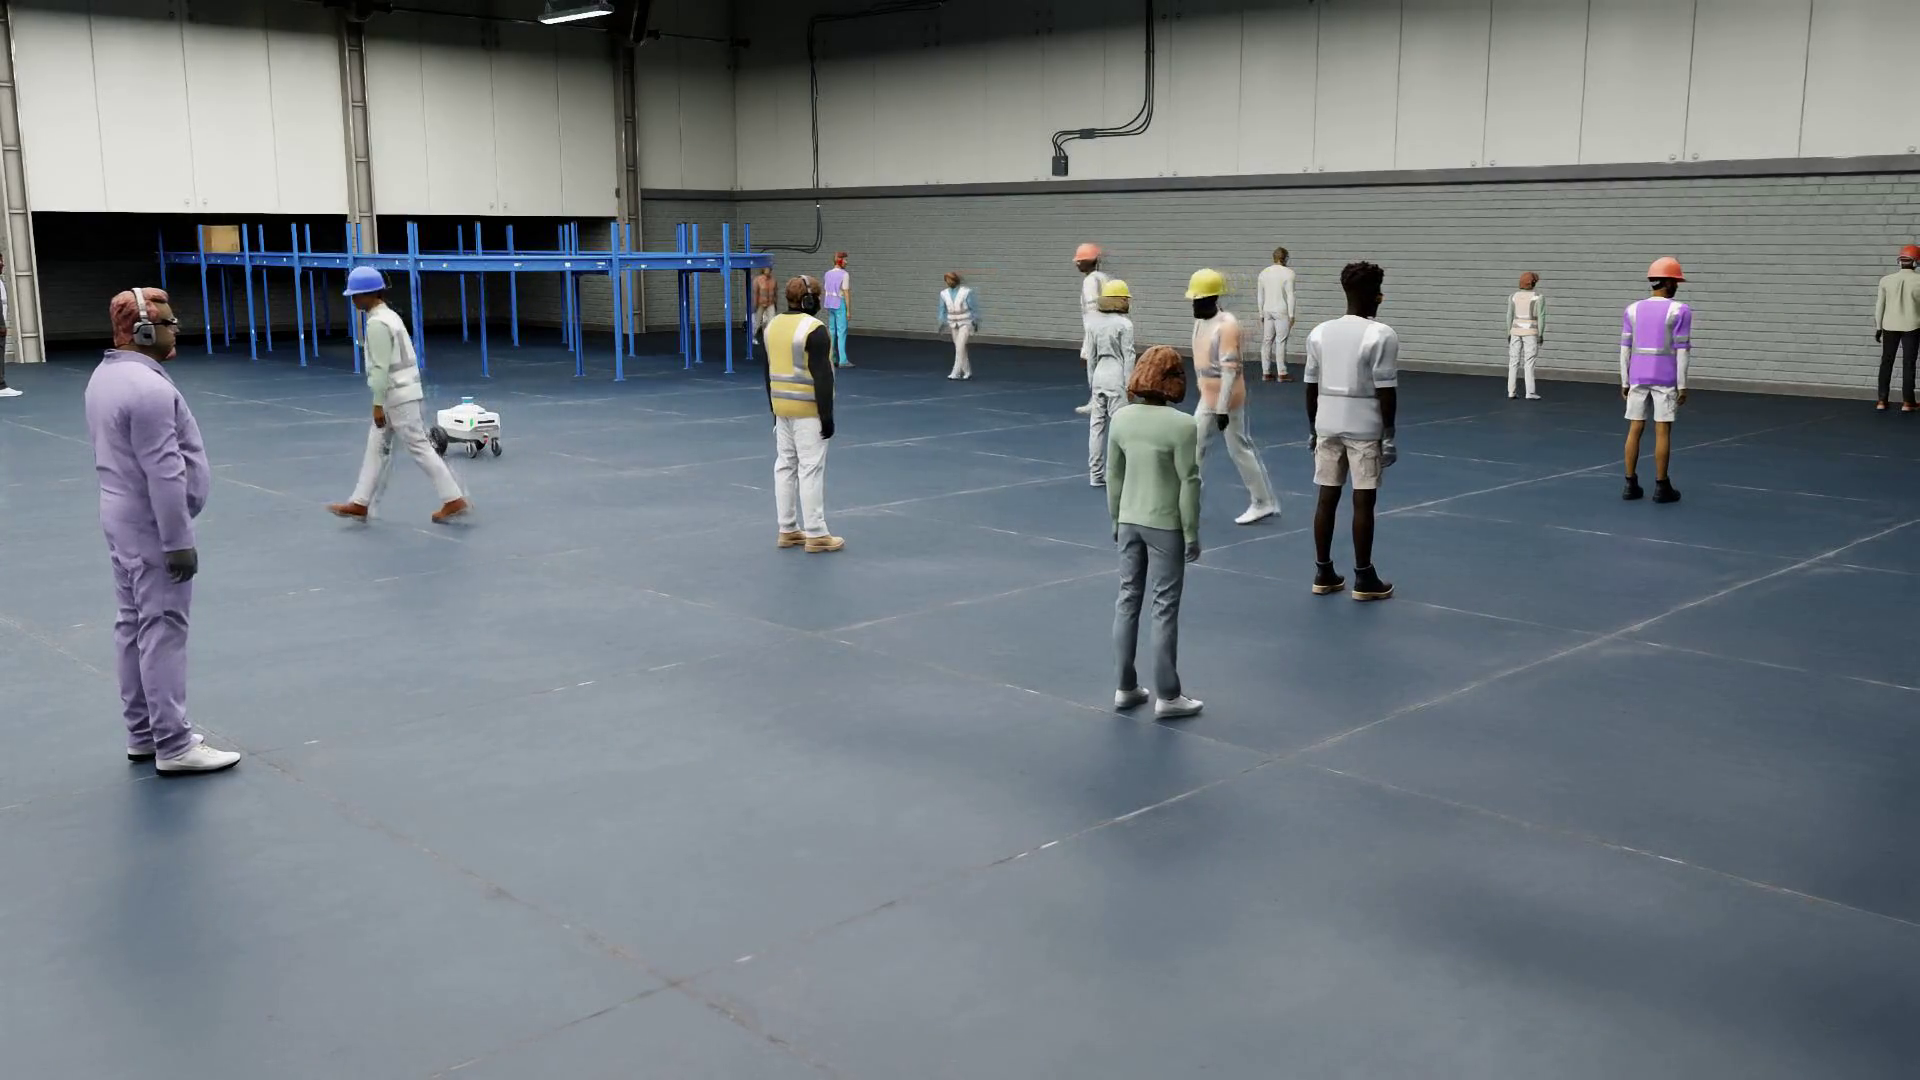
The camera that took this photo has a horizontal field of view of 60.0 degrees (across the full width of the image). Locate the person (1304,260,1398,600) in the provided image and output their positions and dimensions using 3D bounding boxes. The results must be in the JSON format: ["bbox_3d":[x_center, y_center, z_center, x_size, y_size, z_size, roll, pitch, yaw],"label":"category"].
[{"bbox_3d":[2.298,-0.645,9.755,0.374,1.963,0.608,-9,14,-41],"label":"person"}]

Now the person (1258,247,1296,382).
[{"bbox_3d":[4.617,-3.284,24.222,0.379,1.937,0.629,-9,14,-41],"label":"person"}]

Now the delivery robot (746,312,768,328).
[{"bbox_3d":[-4.325,-4.798,36.109,0.477,0.478,0.707,-10,14,-44],"label":"delivery robot"}]

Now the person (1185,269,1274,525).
[{"bbox_3d":[1.866,-1.024,12.097,1.015,1.869,0.625,-4,11,-21],"label":"person"}]

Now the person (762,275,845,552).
[{"bbox_3d":[-1.056,-0.857,11.245,0.430,1.845,0.624,-9,14,-41],"label":"person"}]

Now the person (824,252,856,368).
[{"bbox_3d":[-1.961,-3.683,26.656,0.397,1.840,0.564,-9,14,-41],"label":"person"}]

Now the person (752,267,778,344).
[{"bbox_3d":[-3.762,-4.510,31.829,0.545,1.599,0.768,-6,12,-30],"label":"person"}]

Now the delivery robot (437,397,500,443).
[{"bbox_3d":[-4.791,-1.150,16.215,0.477,0.478,0.707,-10,14,-44],"label":"delivery robot"}]

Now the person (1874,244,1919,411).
[{"bbox_3d":[11.468,-2.583,20.237,0.390,1.995,0.613,-9,14,-41],"label":"person"}]

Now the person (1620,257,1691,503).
[{"bbox_3d":[5.569,-1.284,13.323,0.376,1.934,0.546,-9,14,-41],"label":"person"}]

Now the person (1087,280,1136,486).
[{"bbox_3d":[1.289,-1.311,13.997,0.313,1.740,0.486,-9,14,-41],"label":"person"}]

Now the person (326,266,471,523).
[{"bbox_3d":[-4.123,-1.047,12.172,1.027,1.886,0.650,-3,11,-16],"label":"person"}]

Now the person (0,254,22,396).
[{"bbox_3d":[-12.793,-2.873,22.036,0.399,1.916,0.590,-9,14,-41],"label":"person"}]

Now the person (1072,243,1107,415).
[{"bbox_3d":[1.606,-2.475,19.587,0.597,2.018,0.658,3,11,18],"label":"person"}]

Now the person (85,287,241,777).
[{"bbox_3d":[-3.176,-0.037,6.597,0.400,1.910,0.643,-9,14,-41],"label":"person"}]

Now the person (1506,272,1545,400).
[{"bbox_3d":[7.299,-2.636,21.492,0.314,1.641,0.515,-9,14,-41],"label":"person"}]

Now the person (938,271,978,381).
[{"bbox_3d":[-0.041,-3.117,24.244,0.526,1.578,0.835,6,12,30],"label":"person"}]

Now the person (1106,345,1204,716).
[{"bbox_3d":[0.862,-0.045,7.380,0.286,1.633,0.500,-9,14,-41],"label":"person"}]
